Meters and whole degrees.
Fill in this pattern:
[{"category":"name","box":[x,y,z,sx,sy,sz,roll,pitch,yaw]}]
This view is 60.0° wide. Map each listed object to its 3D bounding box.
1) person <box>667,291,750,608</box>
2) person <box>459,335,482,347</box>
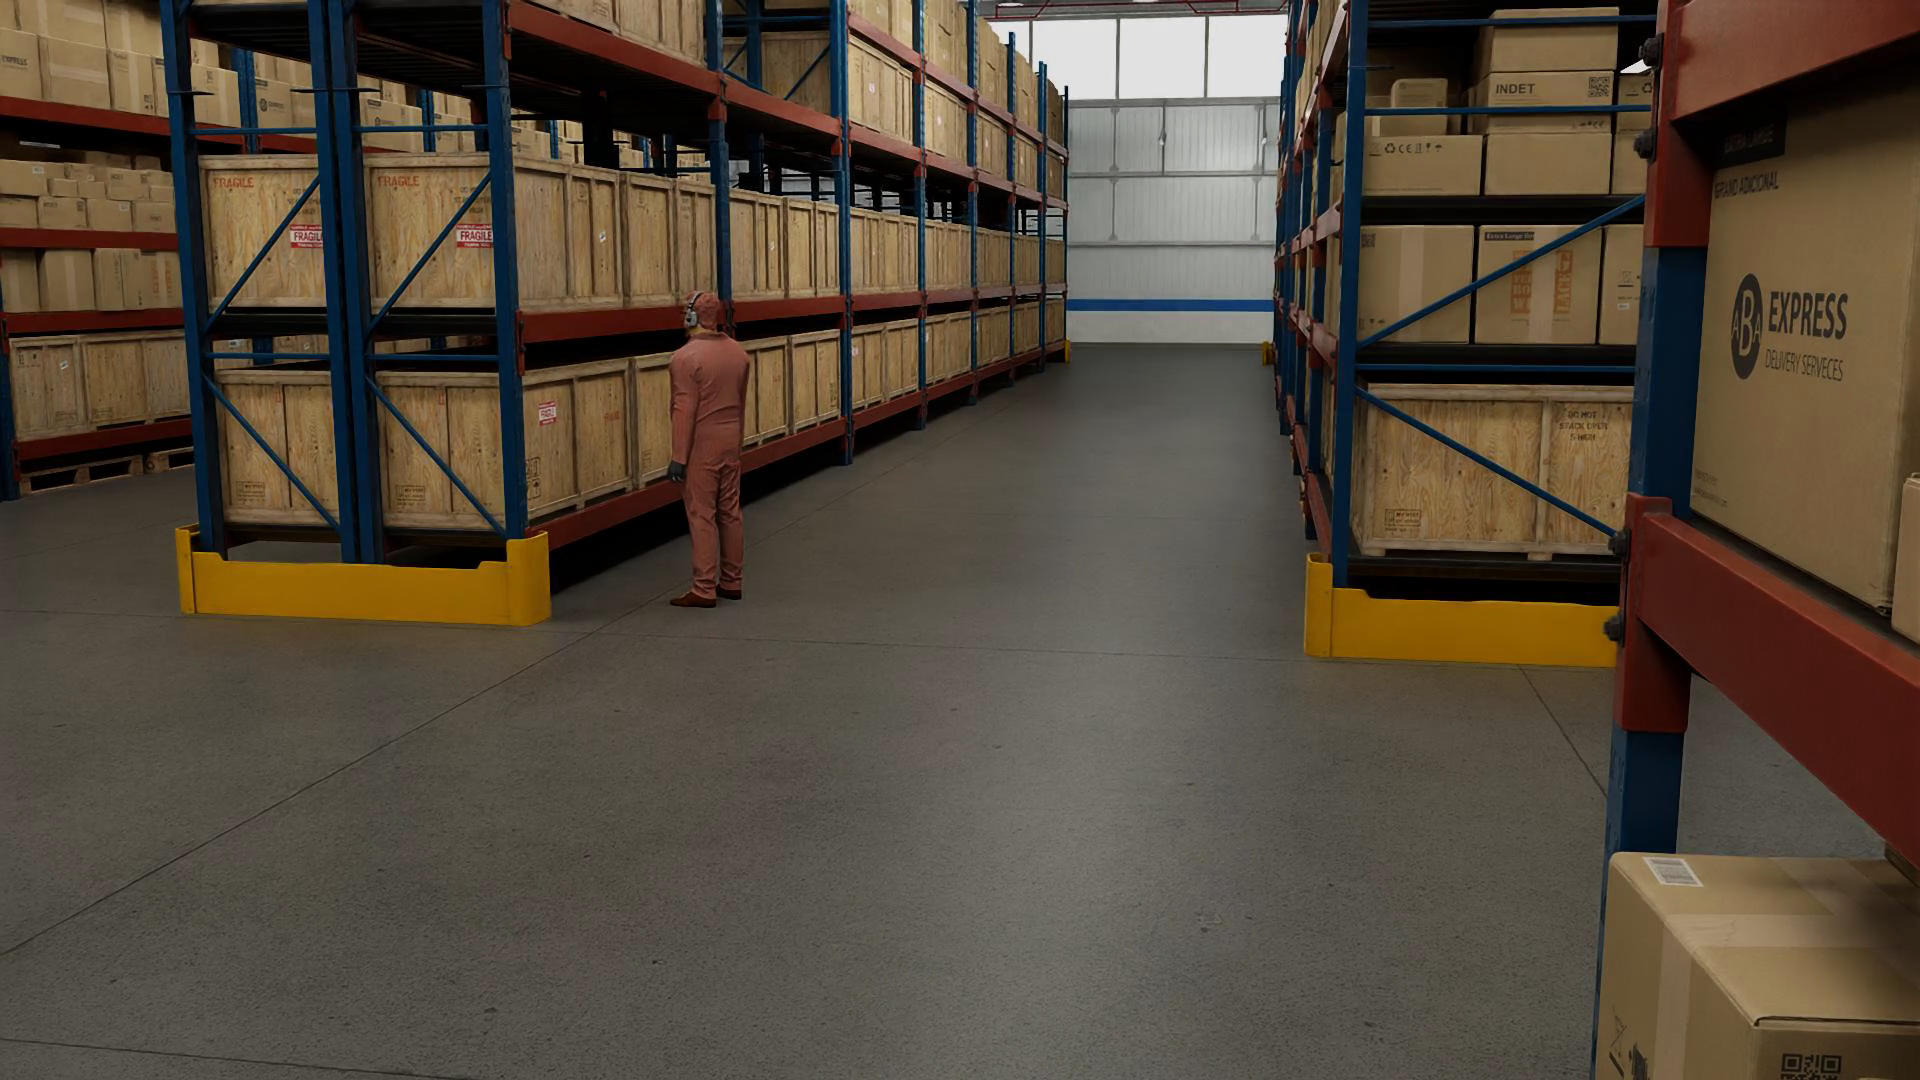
[{"category":"person","box":[-1.550,-0.545,10.083,0.409,1.909,0.639,5,10,29]},{"category":"person","box":[-5.151,-1.852,18.192,0.653,1.906,0.405,-5,10,-27]}]
